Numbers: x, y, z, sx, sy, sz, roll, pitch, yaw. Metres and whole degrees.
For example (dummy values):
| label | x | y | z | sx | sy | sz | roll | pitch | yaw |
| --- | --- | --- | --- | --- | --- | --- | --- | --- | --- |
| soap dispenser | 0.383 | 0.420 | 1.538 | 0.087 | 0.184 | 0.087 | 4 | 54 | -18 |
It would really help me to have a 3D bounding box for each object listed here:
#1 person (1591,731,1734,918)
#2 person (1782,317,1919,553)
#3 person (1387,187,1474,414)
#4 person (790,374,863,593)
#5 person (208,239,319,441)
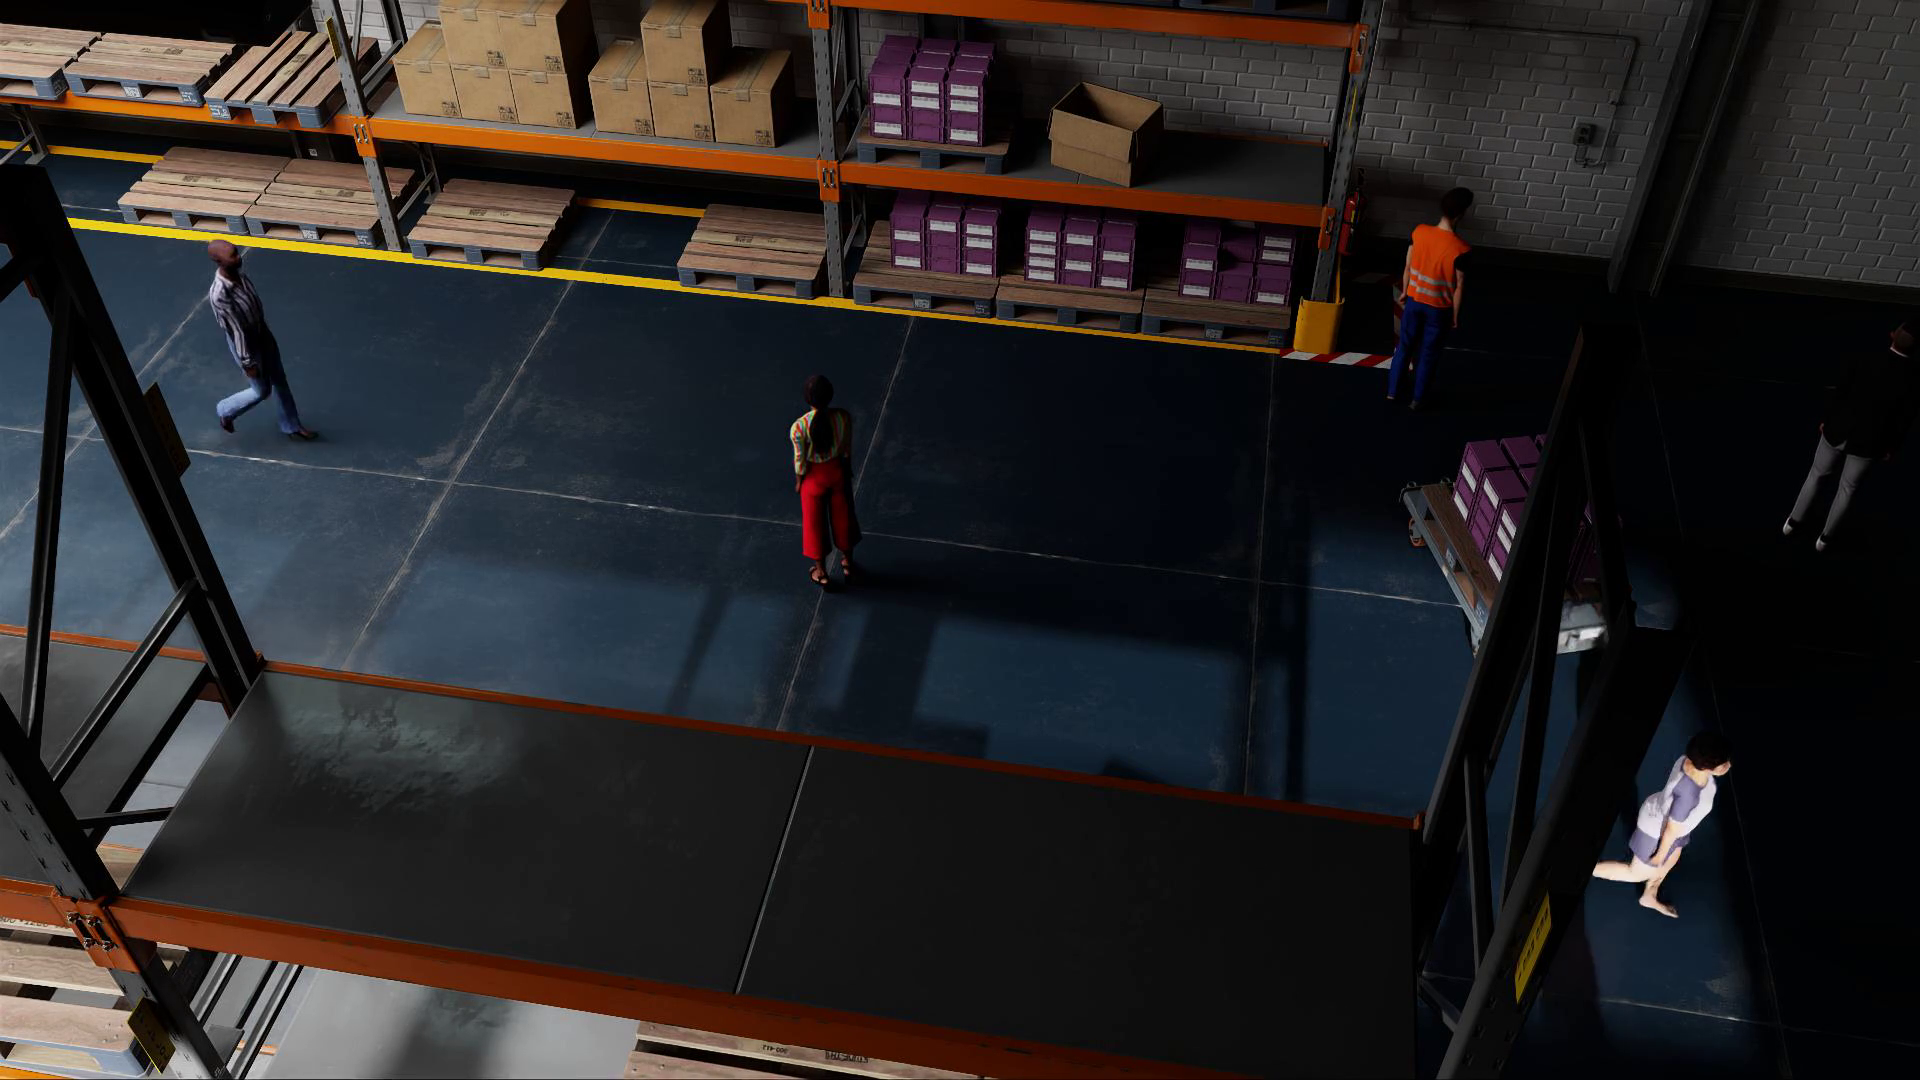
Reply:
| label | x | y | z | sx | sy | sz | roll | pitch | yaw |
| --- | --- | --- | --- | --- | --- | --- | --- | --- | --- |
| person | 3.850 | 1.558 | 9.247 | 0.975 | 1.545 | 0.736 | 20 | 47 | 19 |
| person | 6.150 | -0.750 | 11.375 | 0.710 | 1.951 | 0.840 | 29 | 51 | 27 |
| person | 3.541 | -1.790 | 12.518 | 0.747 | 1.880 | 0.847 | 31 | 52 | 29 |
| person | -0.898 | -0.379 | 11.100 | 0.643 | 1.794 | 0.737 | -18 | 46 | -18 |
| person | -5.274 | -1.408 | 12.192 | 0.946 | 1.776 | 0.697 | 2 | 44 | 2 |
